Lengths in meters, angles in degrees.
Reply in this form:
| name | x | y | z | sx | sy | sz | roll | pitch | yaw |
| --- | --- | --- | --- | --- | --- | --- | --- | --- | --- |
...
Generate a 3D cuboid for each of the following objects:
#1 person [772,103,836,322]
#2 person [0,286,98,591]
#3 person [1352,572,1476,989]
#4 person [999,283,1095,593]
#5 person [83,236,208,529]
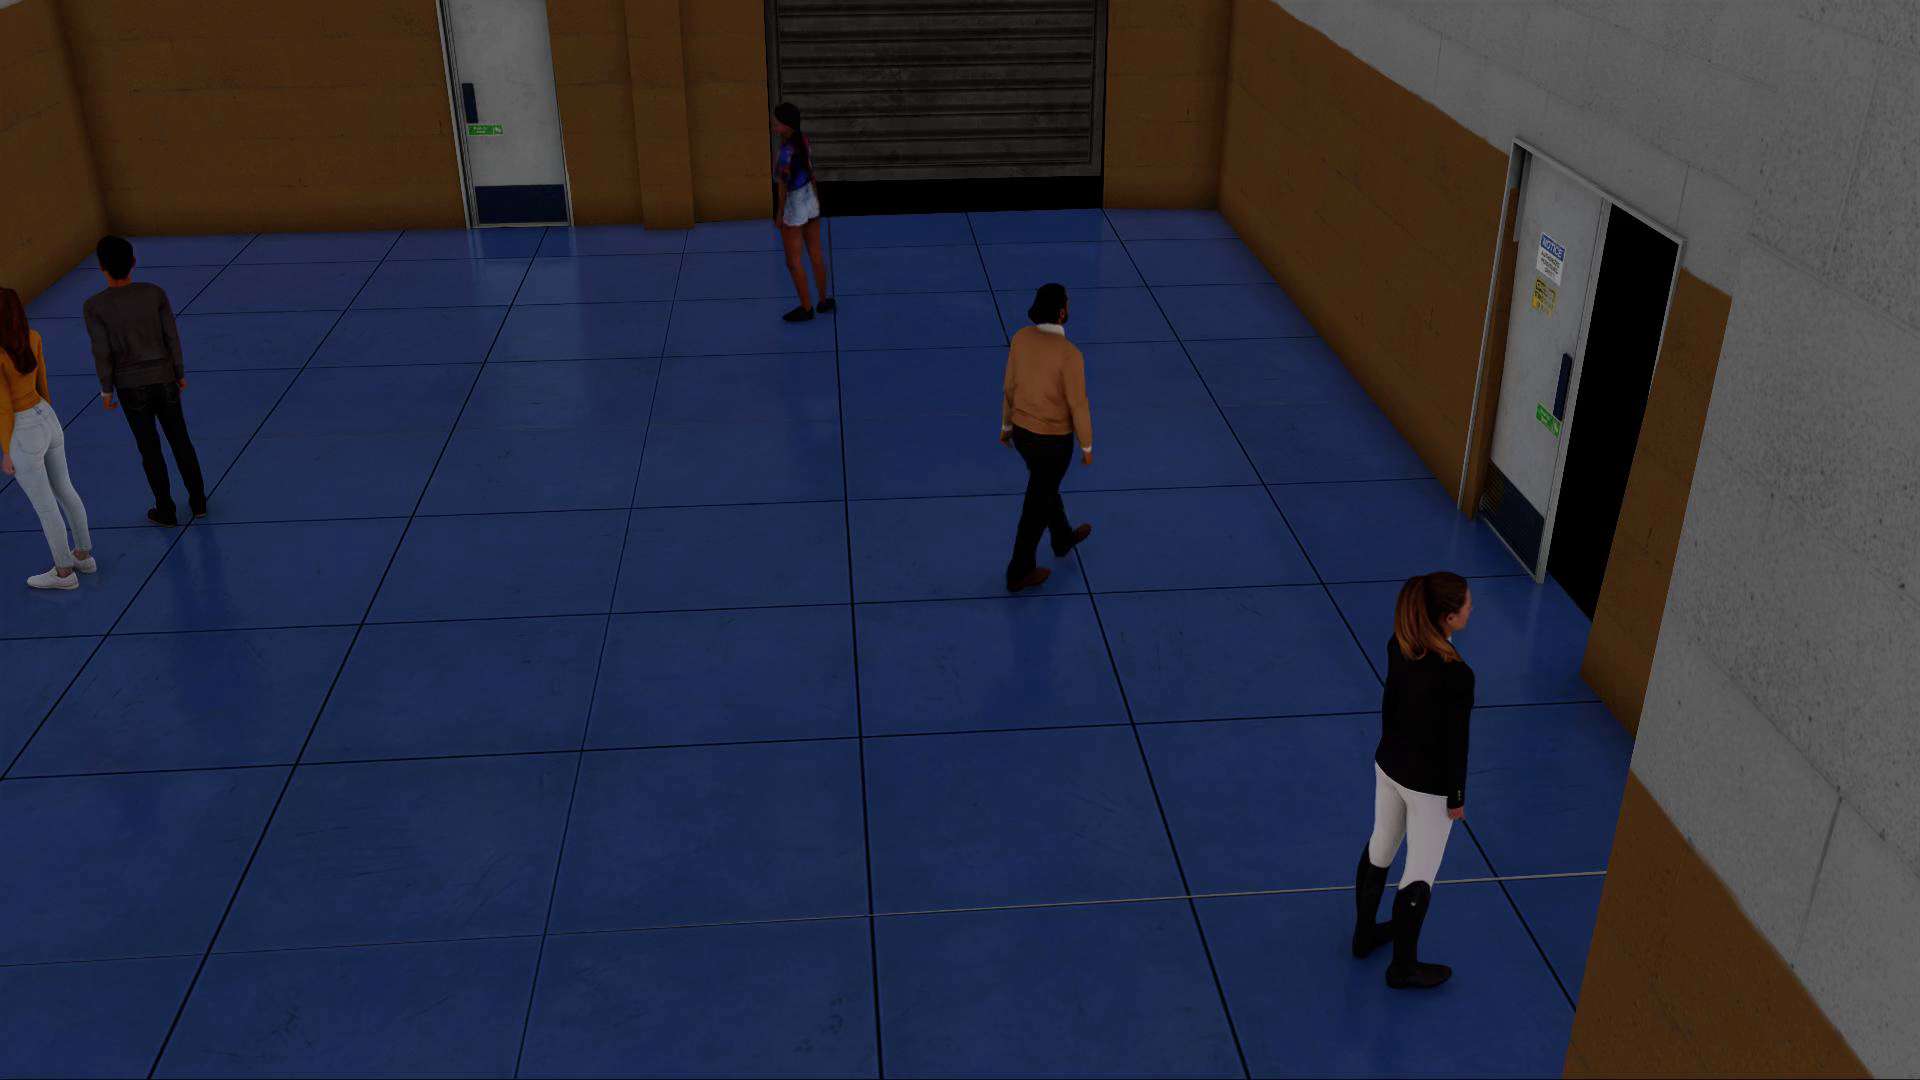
| name | x | y | z | sx | sy | sz | roll | pitch | yaw |
| --- | --- | --- | --- | --- | --- | --- | --- | --- | --- |
| person | -1.212 | -2.607 | 13.157 | 0.770 | 1.727 | 0.809 | 20 | 33 | 34 |
| person | -5.065 | -0.562 | 9.096 | 0.634 | 1.751 | 0.630 | 4 | 27 | 8 |
| person | 1.708 | 0.897 | 6.225 | 0.636 | 1.729 | 0.642 | -11 | 29 | -21 |
| person | 0.393 | -0.518 | 9.028 | 1.142 | 1.728 | 1.025 | -21 | 34 | -35 |
| person | -4.787 | -0.919 | 9.781 | 0.679 | 1.768 | 0.779 | 3 | 27 | 6 |
